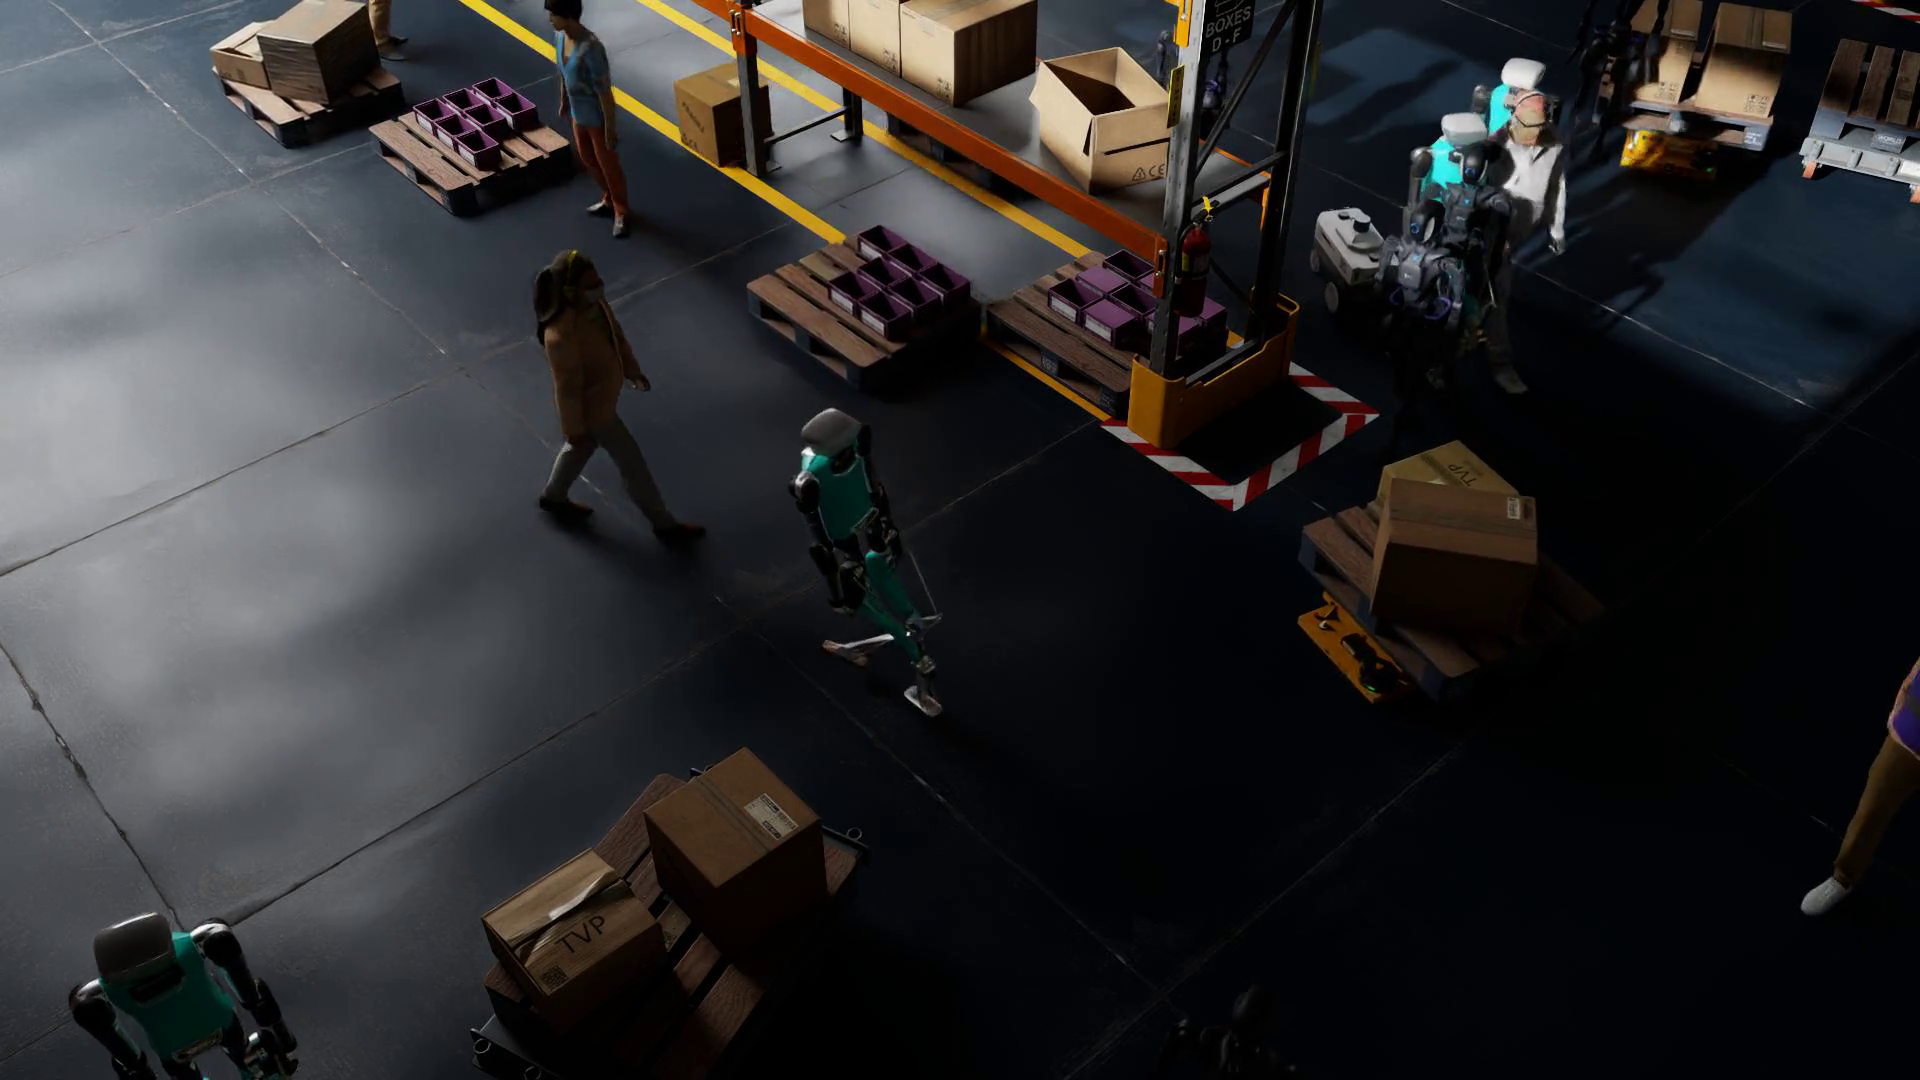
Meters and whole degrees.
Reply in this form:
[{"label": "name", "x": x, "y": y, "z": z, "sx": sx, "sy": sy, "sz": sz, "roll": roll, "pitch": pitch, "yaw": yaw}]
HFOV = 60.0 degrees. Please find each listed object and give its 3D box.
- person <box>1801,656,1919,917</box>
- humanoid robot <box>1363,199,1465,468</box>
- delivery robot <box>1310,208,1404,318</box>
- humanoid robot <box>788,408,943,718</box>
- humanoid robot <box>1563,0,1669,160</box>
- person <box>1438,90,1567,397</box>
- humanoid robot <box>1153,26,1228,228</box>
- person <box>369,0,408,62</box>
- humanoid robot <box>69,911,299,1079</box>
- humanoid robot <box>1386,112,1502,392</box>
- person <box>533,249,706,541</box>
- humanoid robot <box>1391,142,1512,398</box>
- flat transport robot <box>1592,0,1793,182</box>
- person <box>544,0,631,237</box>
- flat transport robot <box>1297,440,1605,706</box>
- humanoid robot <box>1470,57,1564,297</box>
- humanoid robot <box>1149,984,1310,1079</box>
[{"label": "person", "x": 4.160, "y": 0.852, "z": 6.967, "sx": 0.785, "sy": 1.905, "sz": 0.544, "roll": -30, "pitch": 50, "yaw": -28}, {"label": "humanoid robot", "x": 2.569, "y": -1.184, "z": 9.368, "sx": 0.609, "sy": 1.626, "sz": 0.687, "roll": 32, "pitch": 51, "yaw": 30}, {"label": "delivery robot", "x": 2.594, "y": -1.848, "z": 10.883, "sx": 0.499, "sy": 0.579, "sz": 0.767, "roll": -9, "pitch": 43, "yaw": -10}, {"label": "humanoid robot", "x": -0.318, "y": 0.192, "z": 7.793, "sx": 0.978, "sy": 1.714, "sz": 0.559, "roll": 22, "pitch": 47, "yaw": 22}, {"label": "humanoid robot", "x": 4.652, "y": -3.482, "z": 11.835, "sx": 0.584, "sy": 1.647, "sz": 0.329, "roll": 15, "pitch": 45, "yaw": 16}, {"label": "person", "x": 3.271, "y": -1.822, "z": 9.905, "sx": 0.645, "sy": 1.847, "sz": 0.972, "roll": -22, "pitch": 47, "yaw": -23}, {"label": "humanoid robot", "x": 1.532, "y": -2.966, "z": 11.302, "sx": 0.613, "sy": 1.624, "sz": 0.735, "roll": -14, "pitch": 44, "yaw": -15}, {"label": "person", "x": -4.587, "y": -4.608, "z": 13.024, "sx": 0.418, "sy": 1.726, "sz": 0.594, "roll": -3, "pitch": 43, "yaw": -3}, {"label": "humanoid robot", "x": -2.534, "y": 2.031, "z": 5.838, "sx": 0.558, "sy": 1.846, "sz": 0.670, "roll": -25, "pitch": 48, "yaw": -25}, {"label": "humanoid robot", "x": 2.878, "y": -1.557, "z": 9.714, "sx": 0.531, "sy": 1.797, "sz": 0.755, "roll": -9, "pitch": 43, "yaw": -9}, {"label": "person", "x": -1.929, "y": -0.762, "z": 8.775, "sx": 0.967, "sy": 1.833, "sz": 0.559, "roll": 3, "pitch": 43, "yaw": 3}, {"label": "humanoid robot", "x": 2.874, "y": -1.583, "z": 9.772, "sx": 0.615, "sy": 1.650, "sz": 0.320, "roll": 11, "pitch": 44, "yaw": 12}, {"label": "flat transport robot", "x": 5.405, "y": -3.174, "z": 12.547, "sx": 0.659, "sy": 0.231, "sz": 1.431, "roll": 15, "pitch": 45, "yaw": 16}, {"label": "person", "x": -2.463, "y": -2.849, "z": 11.095, "sx": 0.346, "sy": 1.756, "sz": 0.591, "roll": -30, "pitch": 50, "yaw": -28}, {"label": "flat transport robot", "x": 2.550, "y": 0.361, "z": 8.702, "sx": 1.431, "sy": 0.231, "sz": 0.659, "roll": -19, "pitch": 46, "yaw": -20}, {"label": "humanoid robot", "x": 3.419, "y": -2.302, "z": 10.513, "sx": 0.531, "sy": 1.770, "sz": 0.735, "roll": 15, "pitch": 45, "yaw": 15}, {"label": "humanoid robot", "x": 0.911, "y": 2.047, "z": 5.847, "sx": 0.613, "sy": 1.632, "sz": 0.712, "roll": 16, "pitch": 45, "yaw": 17}]
